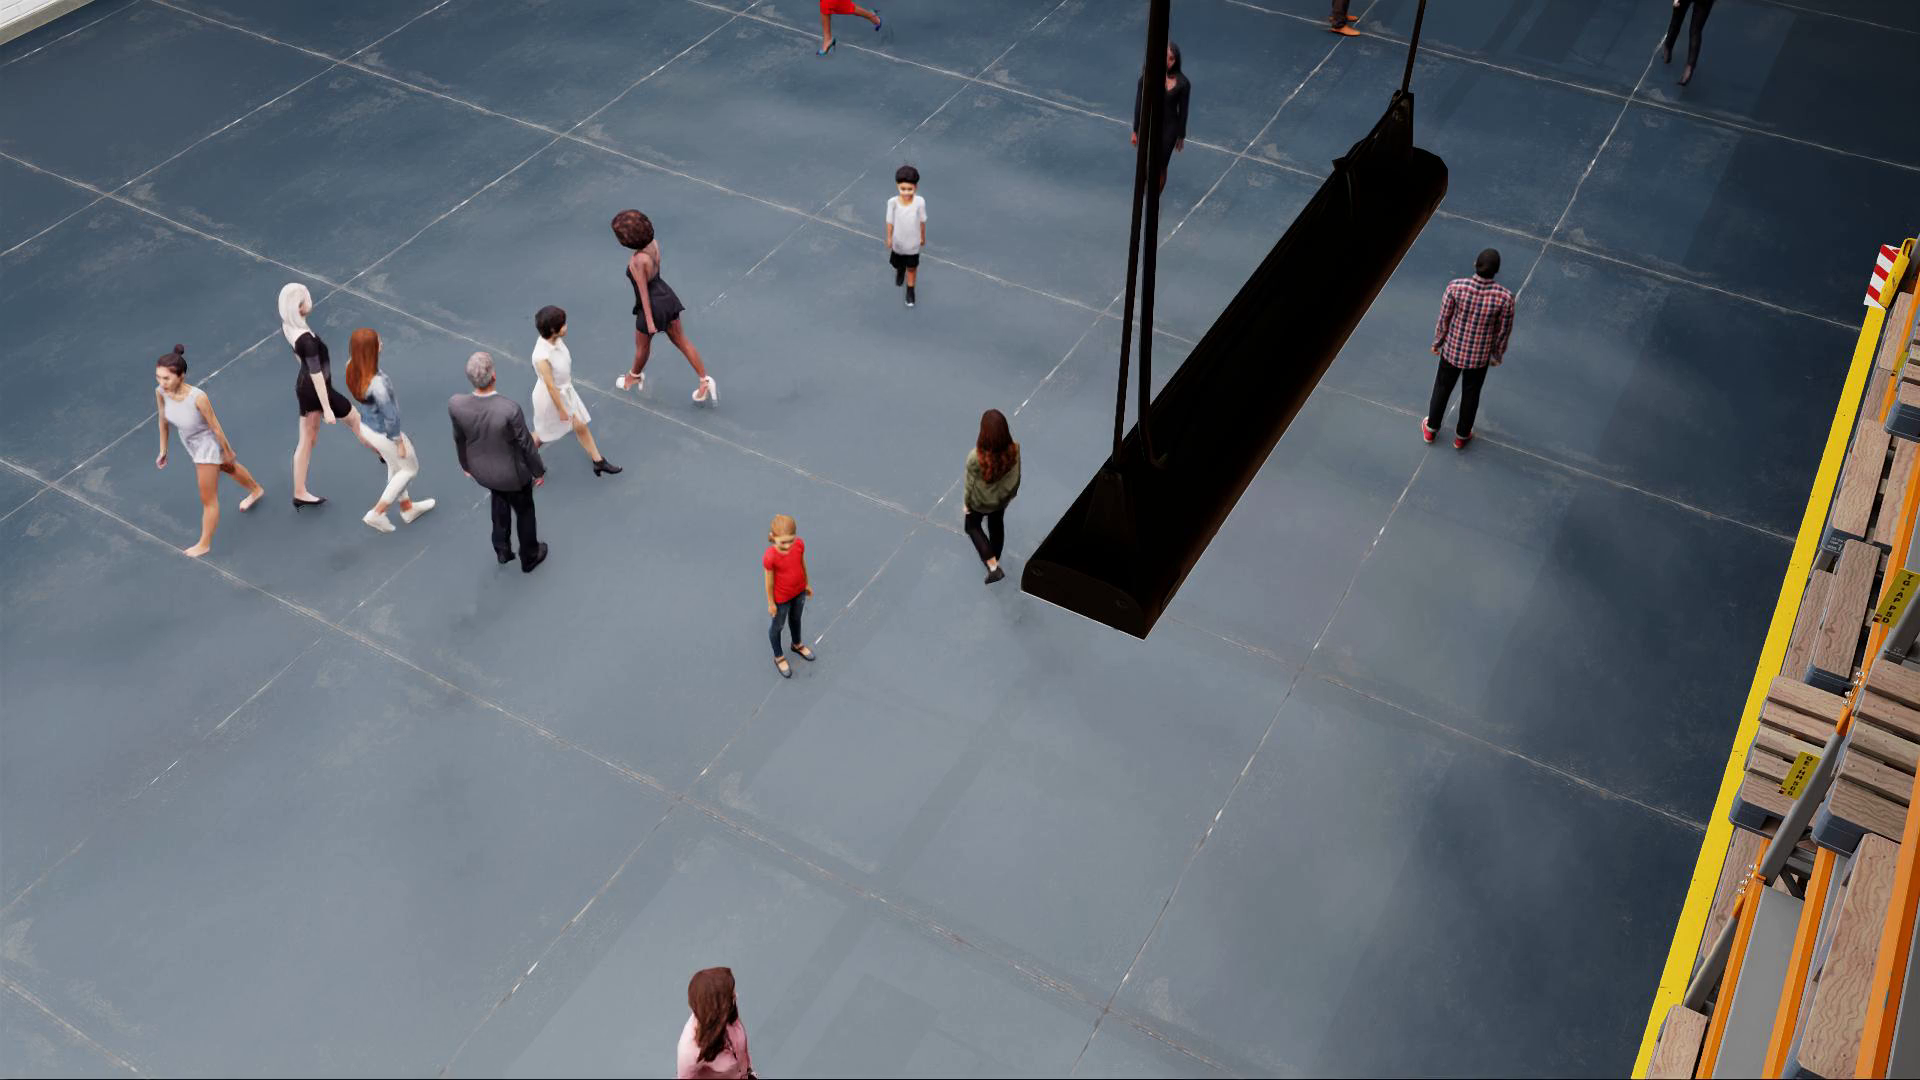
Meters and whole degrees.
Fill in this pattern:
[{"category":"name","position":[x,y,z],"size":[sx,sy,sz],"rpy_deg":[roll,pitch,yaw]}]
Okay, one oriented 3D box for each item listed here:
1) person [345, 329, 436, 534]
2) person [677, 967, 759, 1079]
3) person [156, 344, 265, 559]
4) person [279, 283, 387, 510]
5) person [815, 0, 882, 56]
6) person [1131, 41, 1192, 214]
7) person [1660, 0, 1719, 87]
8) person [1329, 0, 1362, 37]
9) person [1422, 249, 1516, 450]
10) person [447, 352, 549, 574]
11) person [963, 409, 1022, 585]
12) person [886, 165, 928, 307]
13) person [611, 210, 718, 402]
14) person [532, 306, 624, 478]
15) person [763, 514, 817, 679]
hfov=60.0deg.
[{"category":"person","position":[-4.153,-0.720,11.759],"size":[0.874,1.684,0.731],"rpy_deg":[-31,52,-29]},{"category":"person","position":[-1.223,2.721,8.082],"size":[0.822,1.773,0.502],"rpy_deg":[26,49,25]},{"category":"person","position":[-5.331,-0.726,11.854],"size":[0.614,1.562,1.078],"rpy_deg":[20,47,20]},{"category":"person","position":[-4.701,-0.974,11.964],"size":[0.794,1.769,1.255],"rpy_deg":[32,52,29]},{"category":"person","position":[-1.194,-5.827,17.094],"size":[1.087,1.719,0.863],"rpy_deg":[-24,49,-23]},{"category":"person","position":[1.777,-3.664,14.829],"size":[0.734,1.713,0.746],"rpy_deg":[5,44,6]},{"category":"person","position":[7.391,-5.385,16.640],"size":[0.934,1.707,1.233],"rpy_deg":[6,44,6]},{"category":"person","position":[4.140,-6.252,17.477],"size":[0.817,1.808,0.666],"rpy_deg":[6,44,6]},{"category":"person","position":[3.804,-1.438,12.458],"size":[0.736,1.761,0.677],"rpy_deg":[13,45,13]},{"category":"person","position":[-3.170,-0.450,11.374],"size":[0.854,1.825,0.819],"rpy_deg":[8,44,9]},{"category":"person","position":[0.238,-0.252,11.425],"size":[0.758,1.467,0.814],"rpy_deg":[-20,47,-20]},{"category":"person","position":[-0.456,-2.614,14.058],"size":[0.667,1.255,0.759],"rpy_deg":[-1,44,-1]},{"category":"person","position":[-2.241,-1.752,12.807],"size":[0.825,1.733,1.086],"rpy_deg":[9,44,10]},{"category":"person","position":[-3.055,-1.026,12.210],"size":[0.899,1.505,1.022],"rpy_deg":[2,44,2]},{"category":"person","position":[-1.145,0.330,10.929],"size":[0.514,1.309,0.609],"rpy_deg":[-31,51,-28]}]
